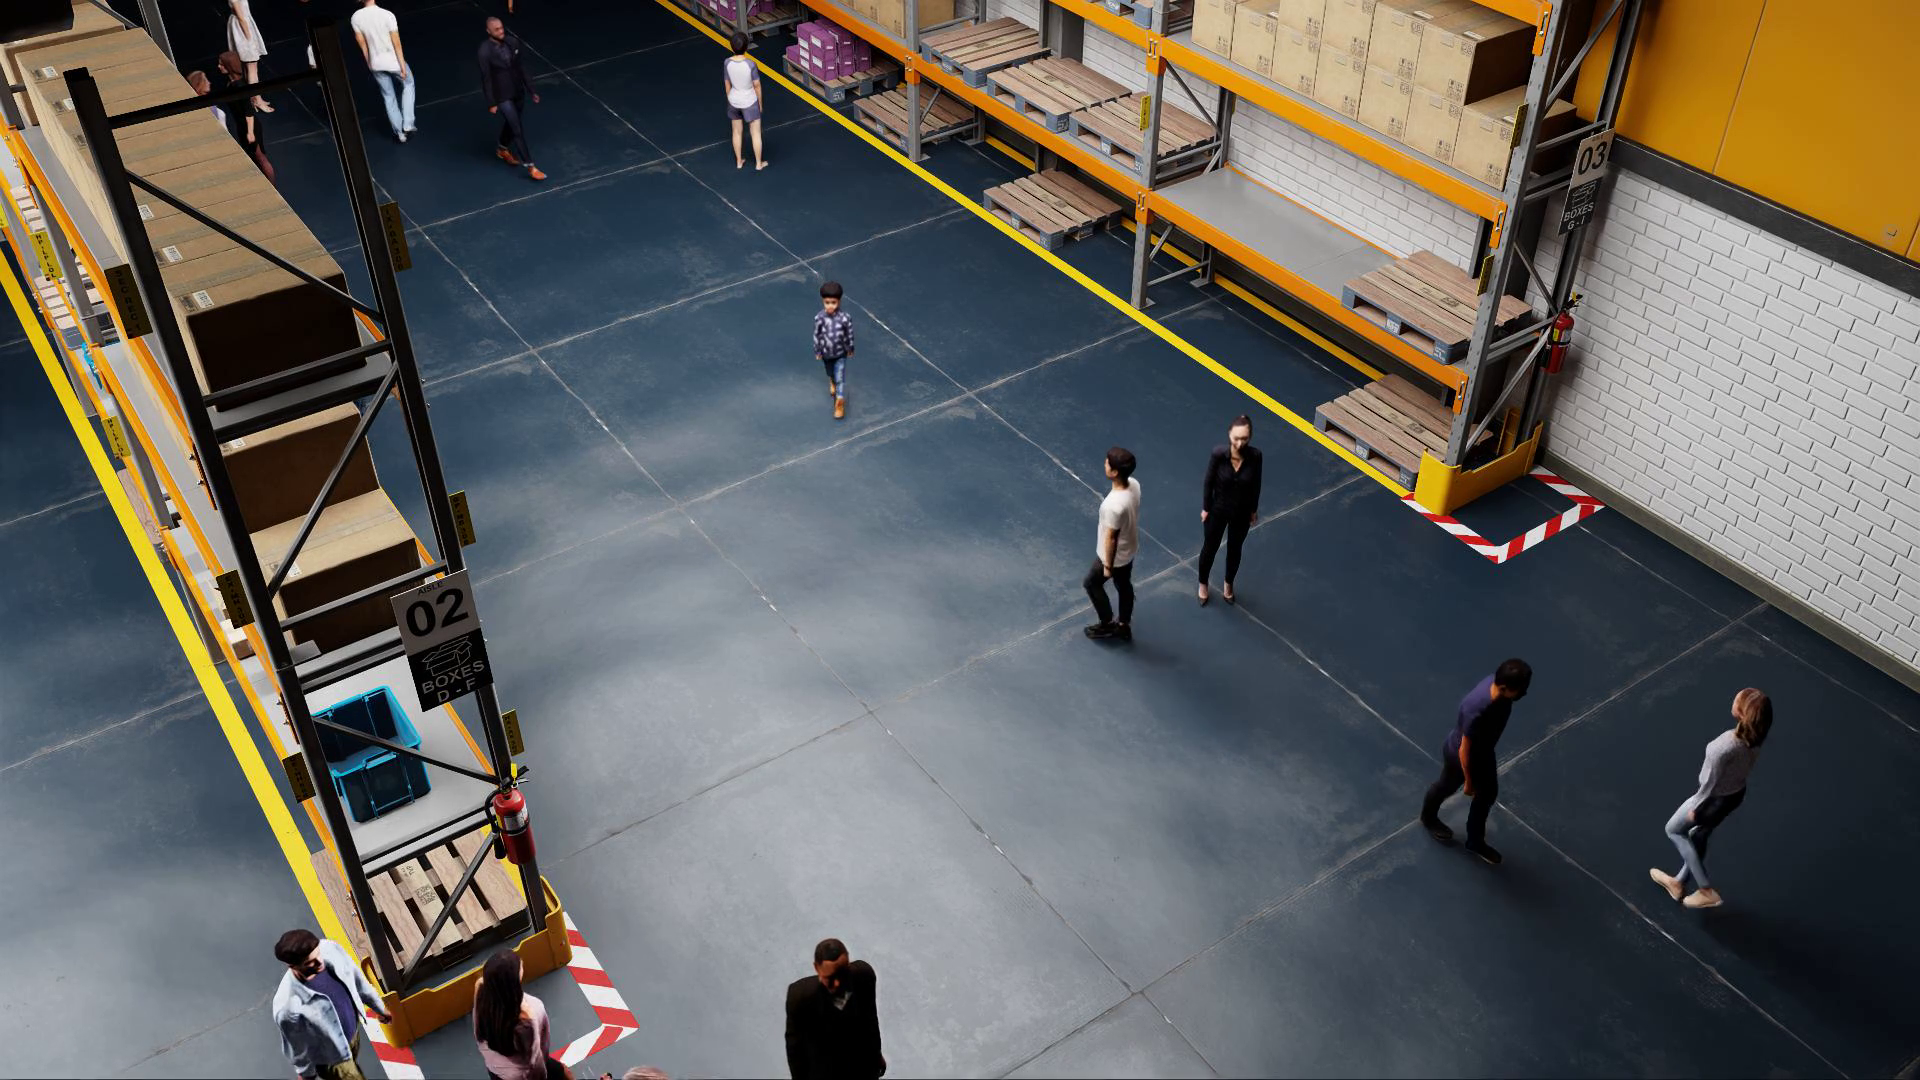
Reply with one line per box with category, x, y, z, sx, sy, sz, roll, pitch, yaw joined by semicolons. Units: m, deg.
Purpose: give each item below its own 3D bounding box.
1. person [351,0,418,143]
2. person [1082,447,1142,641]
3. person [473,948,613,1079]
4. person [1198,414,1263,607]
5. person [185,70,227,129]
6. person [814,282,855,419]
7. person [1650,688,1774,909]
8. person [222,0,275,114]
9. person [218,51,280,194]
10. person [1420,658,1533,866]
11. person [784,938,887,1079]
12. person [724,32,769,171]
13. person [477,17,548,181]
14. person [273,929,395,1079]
person;-6.557;-5.400;18.944;0.808;1.834;0.845;3;39;4
person;1.219;0.079;12.181;0.756;1.712;0.755;18;42;21
person;-2.365;2.842;8.688;1.152;1.754;1.002;19;42;22
person;2.026;-0.207;12.540;0.644;1.711;0.670;1;39;1
person;-7.766;-4.056;17.343;0.532;1.732;0.689;32;48;33
person;-1.124;-1.757;14.864;0.800;1.232;0.909;2;39;2
person;4.683;1.637;10.171;0.632;1.786;0.755;-20;43;-23
person;-8.456;-5.949;19.680;0.737;1.773;0.607;-18;42;-21
person;-7.618;-4.414;17.812;0.650;1.706;0.438;-26;45;-29
person;3.178;1.311;10.614;0.711;1.742;0.867;-30;48;-32
person;-0.638;2.726;8.712;0.708;1.905;0.641;-19;42;-22
person;-2.406;-4.895;18.528;0.639;1.565;0.711;9;39;11
person;-5.039;-4.919;18.384;1.250;1.781;0.973;24;45;27
person;-3.421;2.661;8.898;1.187;1.775;1.123;6;39;8
